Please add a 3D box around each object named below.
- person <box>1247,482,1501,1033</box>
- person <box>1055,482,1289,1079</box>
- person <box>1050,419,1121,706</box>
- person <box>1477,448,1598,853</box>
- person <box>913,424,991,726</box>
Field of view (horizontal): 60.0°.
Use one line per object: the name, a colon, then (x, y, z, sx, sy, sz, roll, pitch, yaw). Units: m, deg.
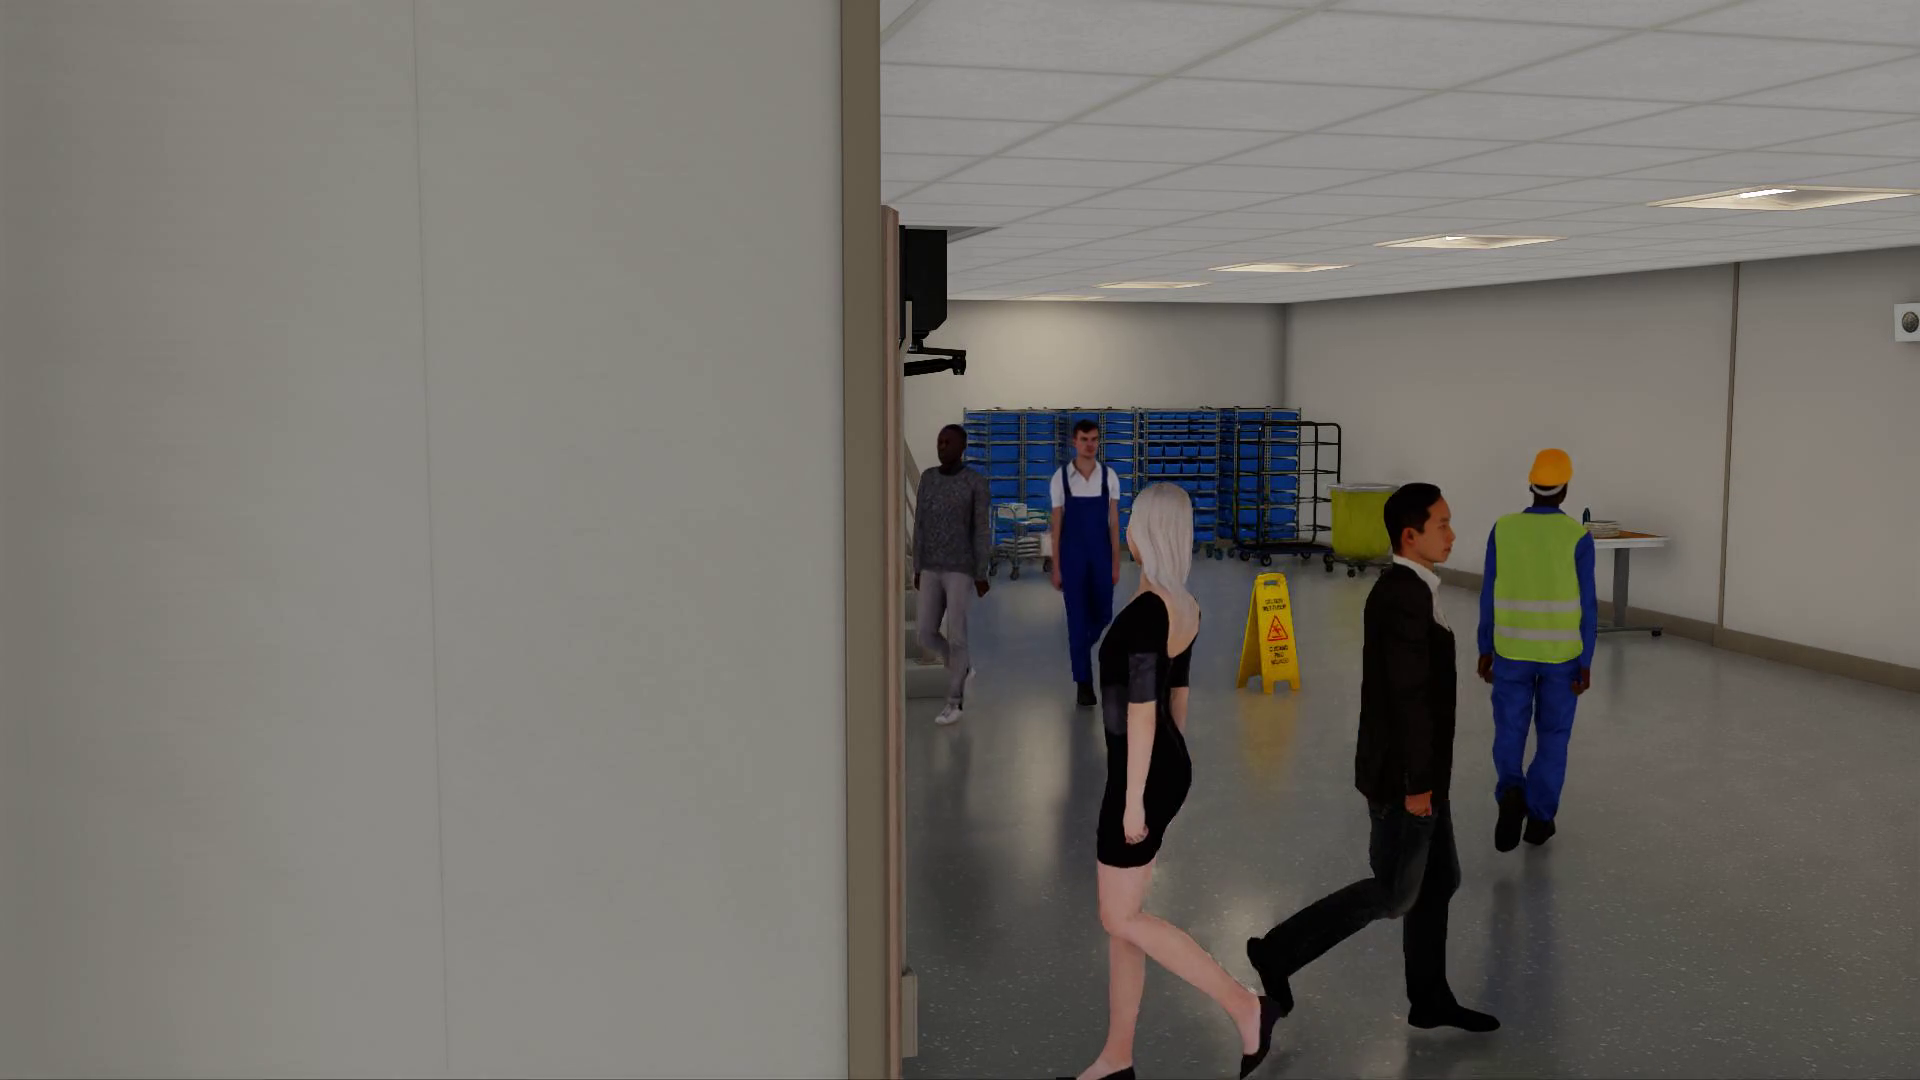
person: (1.317, 0.725, 5.303, 1.048, 1.774, 1.103, 1, 6, 11)
person: (0.629, 0.761, 4.829, 0.979, 1.796, 0.959, 2, 6, 18)
person: (0.805, 0.133, 10.908, 0.707, 1.829, 1.060, -1, 6, -7)
person: (2.526, 0.509, 7.341, 1.026, 1.794, 1.131, 3, 6, 24)
person: (-0.013, 0.200, 10.278, 0.903, 1.823, 0.963, 3, 7, 31)
